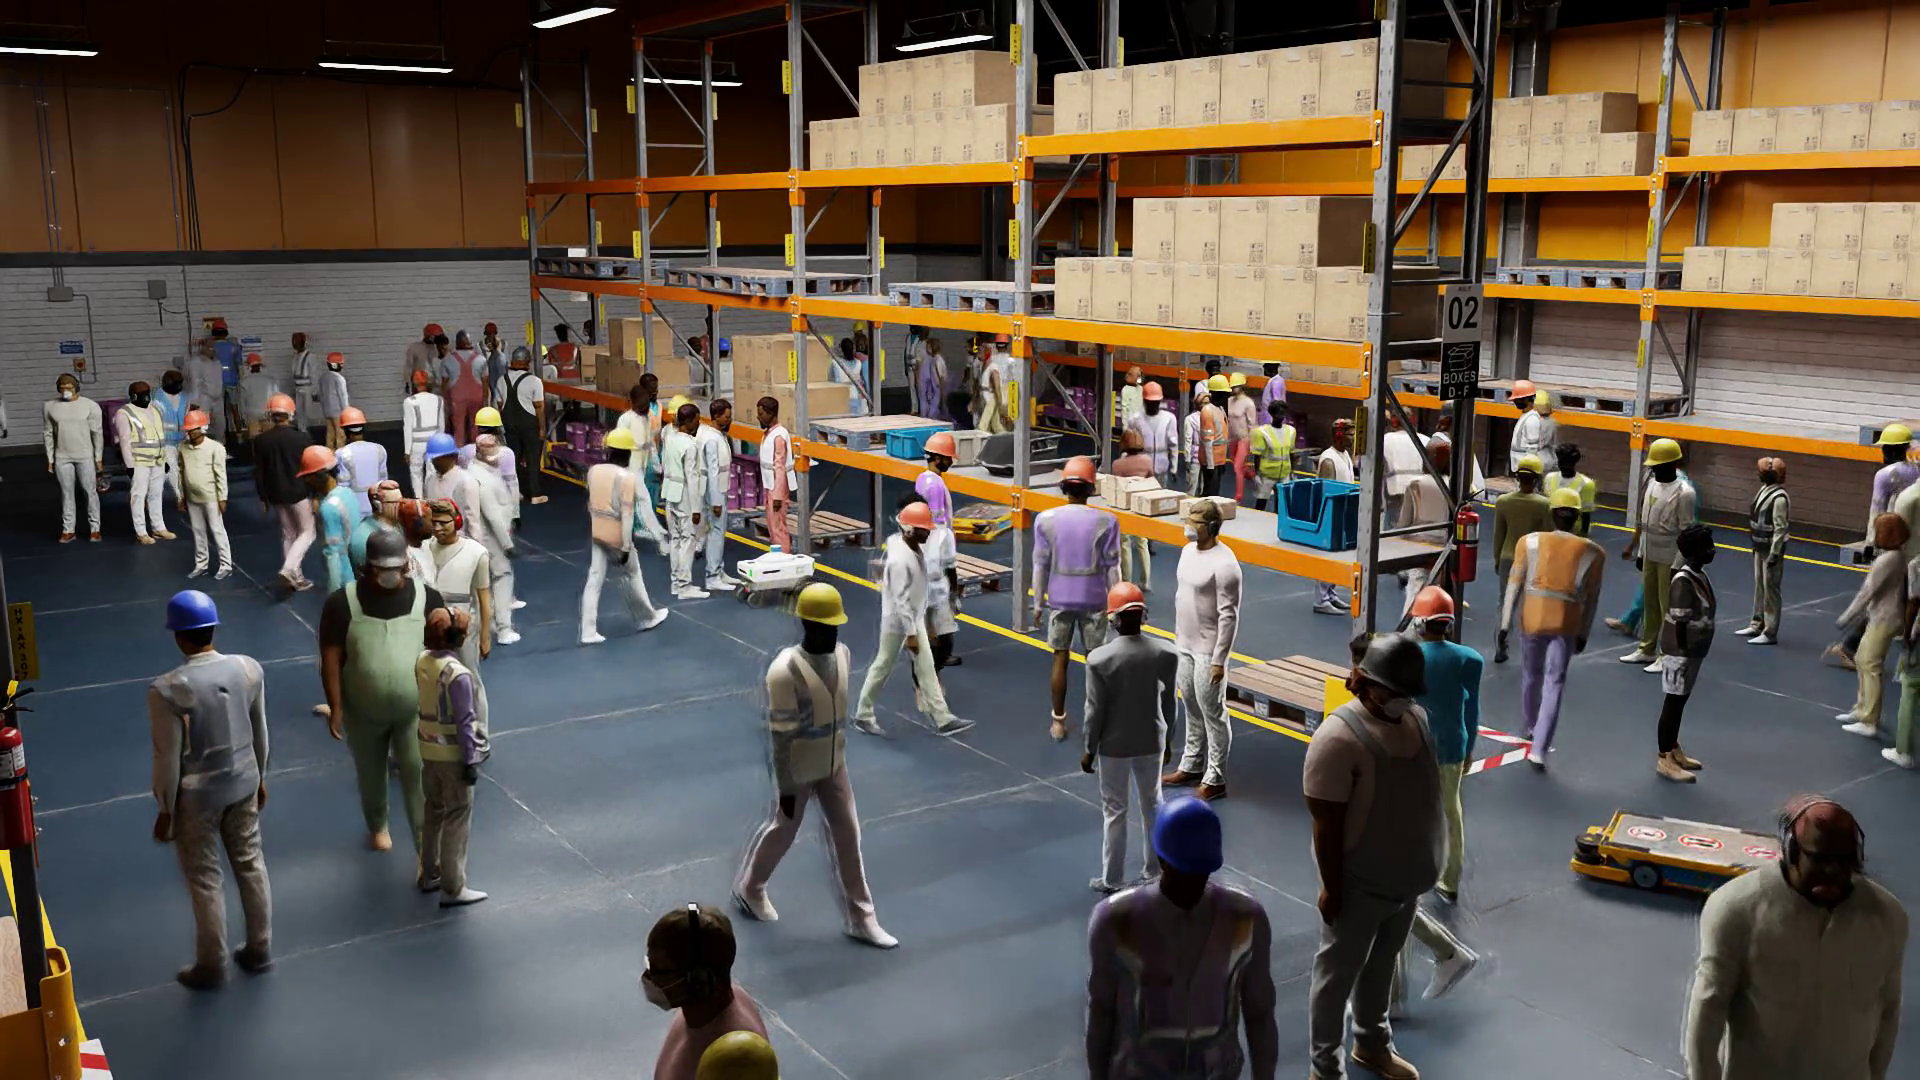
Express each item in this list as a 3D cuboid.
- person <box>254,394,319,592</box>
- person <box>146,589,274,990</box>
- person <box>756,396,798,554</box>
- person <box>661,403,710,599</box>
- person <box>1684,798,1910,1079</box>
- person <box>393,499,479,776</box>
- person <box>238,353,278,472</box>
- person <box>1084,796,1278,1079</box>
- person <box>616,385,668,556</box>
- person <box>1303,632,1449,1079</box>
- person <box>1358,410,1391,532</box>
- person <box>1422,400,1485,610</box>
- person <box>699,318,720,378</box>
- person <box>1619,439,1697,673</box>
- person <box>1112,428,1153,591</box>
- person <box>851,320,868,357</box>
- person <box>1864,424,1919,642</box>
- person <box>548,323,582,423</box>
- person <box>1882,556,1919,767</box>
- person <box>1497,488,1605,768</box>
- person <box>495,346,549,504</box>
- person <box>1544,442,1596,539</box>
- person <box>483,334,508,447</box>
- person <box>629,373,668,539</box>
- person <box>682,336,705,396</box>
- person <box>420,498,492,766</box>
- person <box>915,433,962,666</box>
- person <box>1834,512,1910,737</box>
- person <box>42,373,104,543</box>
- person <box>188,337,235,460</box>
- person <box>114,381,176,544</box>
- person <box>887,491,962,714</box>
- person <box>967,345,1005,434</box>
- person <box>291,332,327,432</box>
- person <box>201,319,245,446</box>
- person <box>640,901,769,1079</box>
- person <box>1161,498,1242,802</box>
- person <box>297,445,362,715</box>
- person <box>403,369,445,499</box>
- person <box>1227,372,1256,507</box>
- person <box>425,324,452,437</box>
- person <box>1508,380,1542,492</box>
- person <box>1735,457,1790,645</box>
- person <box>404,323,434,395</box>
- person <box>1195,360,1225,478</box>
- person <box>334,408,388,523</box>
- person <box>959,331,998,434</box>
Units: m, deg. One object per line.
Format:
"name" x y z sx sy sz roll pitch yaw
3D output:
"person" -6.561 -0.433 16.209 0.623 1.979 0.612 1 11 7
"person" -3.596 1.193 7.992 0.402 1.946 0.617 6 13 29
"person" -1.854 -0.494 16.735 0.409 1.907 0.598 -3 12 -17
"person" -2.667 -0.372 16.114 0.406 1.907 0.598 -6 13 -30
"person" 2.730 1.718 5.500 0.654 1.879 0.887 2 11 9
"person" -3.535 0.662 10.941 0.574 1.864 0.666 -1 11 -7
"person" -10.070 -1.817 23.912 0.567 1.737 0.491 -10 15 -41
"person" 0.705 1.706 5.457 0.614 1.920 0.848 -1 11 -5
"person" -3.436 -0.749 18.132 1.006 1.865 0.624 3 11 15
"person" 1.759 1.354 6.921 0.684 2.000 0.535 -9 14 -40
"person" 4.484 -0.596 17.933 0.306 1.638 0.524 -5 12 -25
"person" 4.601 -0.318 15.481 0.537 2.000 0.678 8 14 36
"person" -4.385 -2.983 29.353 0.392 1.956 0.607 6 12 26
"person" 5.696 0.125 13.529 0.381 1.918 0.585 -2 11 -10
"person" 1.684 -0.289 16.380 0.507 1.631 0.268 -7 13 -32
"person" -1.779 -3.056 30.059 0.609 1.824 0.404 10 15 42
"person" 8.053 -0.046 14.408 0.589 1.918 0.389 -5 12 -24
"person" -6.527 -2.648 27.710 0.648 1.929 0.791 -2 11 -10
"person" 6.454 0.674 10.925 0.527 1.838 0.780 1 11 6
"person" 4.047 0.571 11.422 0.642 1.841 1.019 5 12 23
"person" -5.622 -1.498 21.518 0.682 2.000 0.535 4 12 20
"person" 5.479 -0.054 15.057 0.356 1.674 0.538 -9 14 -38
"person" -6.997 -2.162 25.217 0.368 1.932 0.622 -5 12 -22
"person" -3.616 -0.974 19.191 0.391 1.911 0.584 4 12 18
"person" -4.135 -2.240 25.840 0.342 1.839 0.503 7 13 34
"person" -3.407 0.615 11.238 0.567 1.836 0.381 4 12 19
"person" -0.186 0.075 13.760 0.370 1.928 0.543 -3 11 -16
"person" 6.516 0.591 11.905 0.425 1.623 0.510 8 14 35
"person" -10.040 -0.928 18.867 0.630 1.938 0.372 -2 11 -12
"person" -11.469 -2.138 25.220 0.782 1.875 0.657 3 11 15
"person" -9.235 -0.884 18.888 0.429 1.844 0.627 3 12 16
"person" -0.263 0.462 12.435 0.562 1.663 0.409 -2 11 -10
"person" 0.373 -2.012 24.784 0.951 1.784 0.556 -3 11 -13
"person" -10.419 -2.405 26.619 0.583 1.864 0.666 9 14 39
"person" -11.859 -2.530 26.793 0.613 2.041 0.393 -6 13 -29
"person" -0.648 1.890 4.484 0.366 1.932 0.623 -3 11 -14
"person" 1.538 0.693 10.568 0.372 1.940 0.632 -4 12 -22
"person" -4.619 0.281 12.486 0.529 2.027 0.776 -1 11 -4
"person" -6.480 -1.123 20.033 0.525 1.874 0.616 8 13 35
"person" 3.645 -1.282 21.183 0.653 1.738 0.545 -6 12 -27
"person" -8.257 -2.426 26.380 0.382 1.996 0.608 2 11 12
"person" 6.128 -0.779 18.133 0.374 1.928 0.543 2 11 12
"person" 7.004 0.092 14.421 0.315 1.636 0.515 2 11 9
"person" -8.745 -2.561 27.198 0.686 1.953 0.420 -7 13 -32
"person" 3.533 -1.700 23.433 0.540 1.696 0.317 -6 12 -27
"person" -5.601 -0.271 15.532 0.384 1.926 0.549 8 14 37
"person" 0.355 -2.636 27.679 0.641 1.894 1.018 -9 14 -38
